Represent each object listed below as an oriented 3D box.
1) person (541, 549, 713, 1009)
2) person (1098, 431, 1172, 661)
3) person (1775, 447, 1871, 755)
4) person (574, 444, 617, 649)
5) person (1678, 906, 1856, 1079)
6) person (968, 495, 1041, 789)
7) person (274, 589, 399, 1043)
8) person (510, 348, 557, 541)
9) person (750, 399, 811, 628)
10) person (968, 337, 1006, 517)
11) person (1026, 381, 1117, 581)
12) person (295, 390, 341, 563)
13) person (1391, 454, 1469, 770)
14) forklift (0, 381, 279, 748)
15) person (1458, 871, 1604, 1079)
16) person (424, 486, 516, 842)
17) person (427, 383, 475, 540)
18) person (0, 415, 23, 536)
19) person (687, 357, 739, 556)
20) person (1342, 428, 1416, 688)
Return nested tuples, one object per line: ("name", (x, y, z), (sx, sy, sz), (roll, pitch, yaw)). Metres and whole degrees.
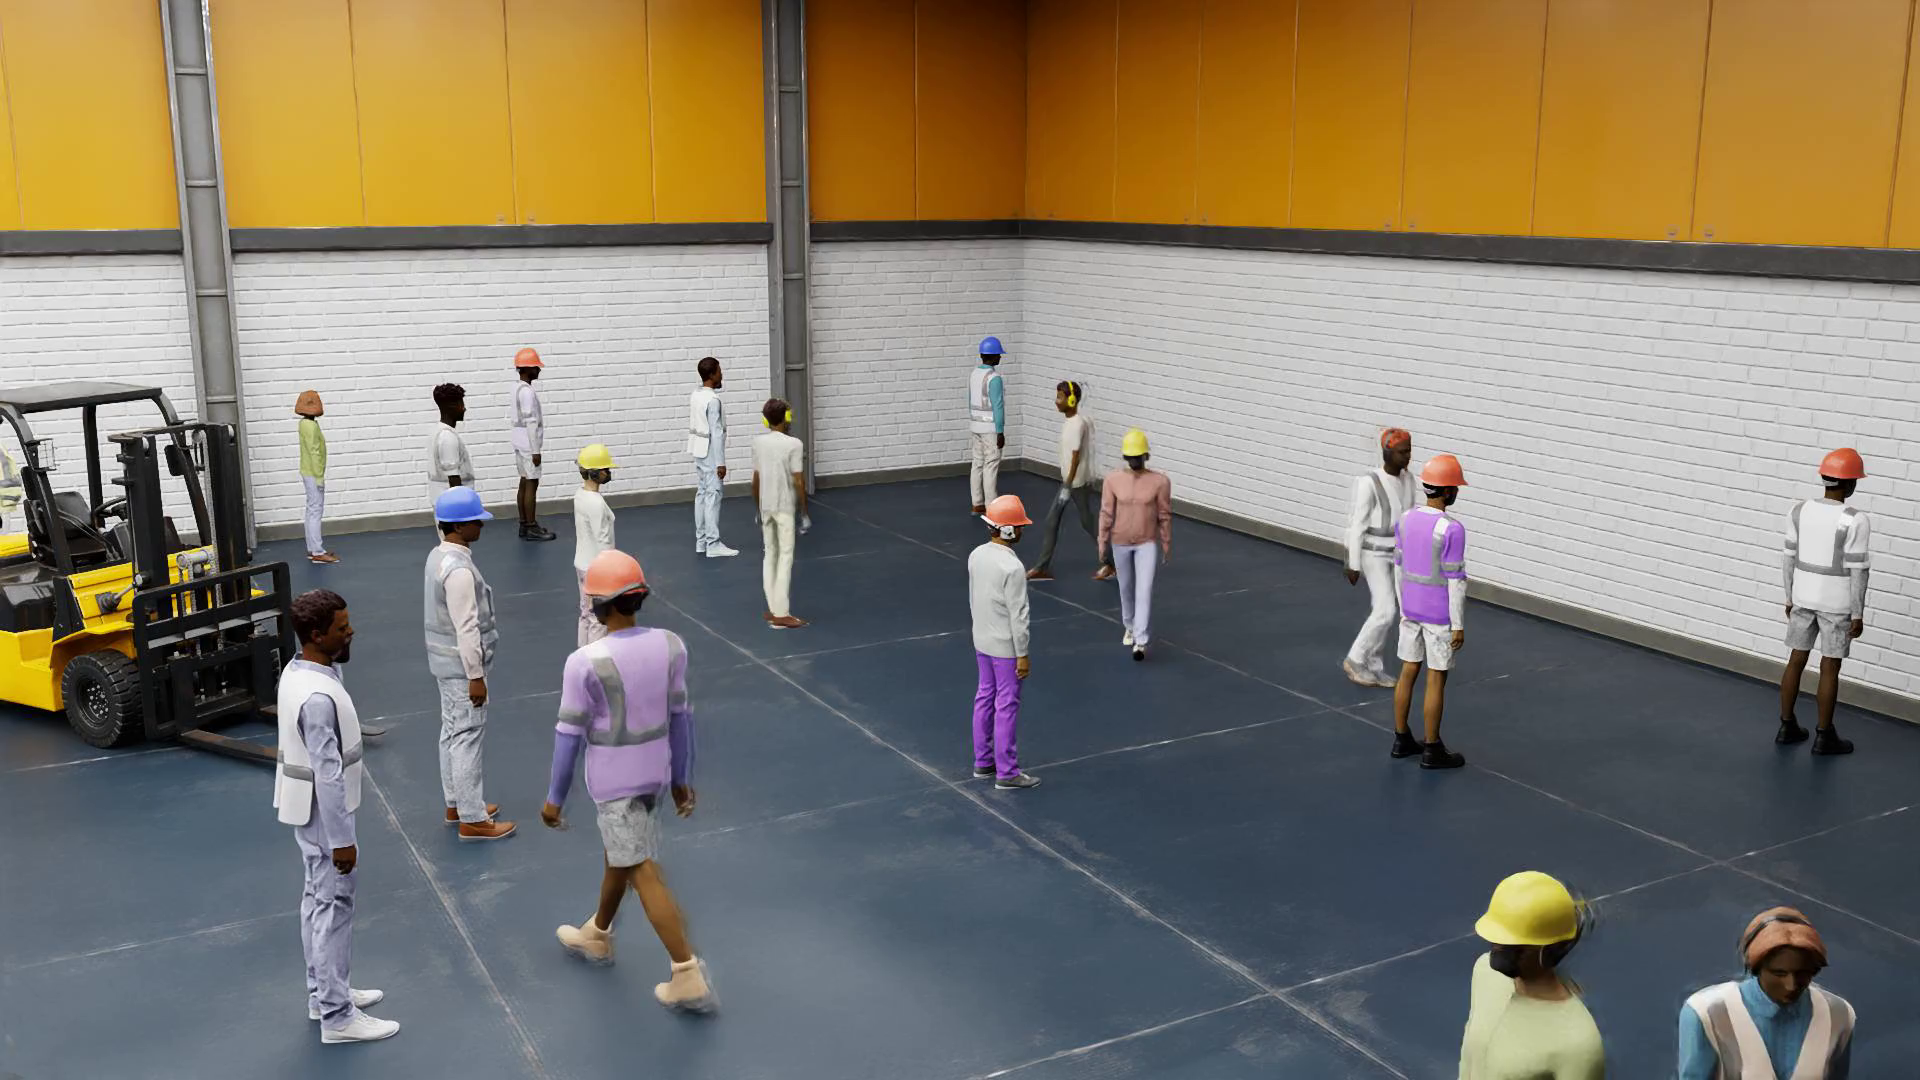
("person", (-1.459, 1.030, 7.256), (1.053, 1.992, 0.629), (8, 15, 35))
("person", (1.305, 0.037, 12.562), (0.533, 1.710, 0.932), (3, 12, 15))
("person", (5.424, 0.381, 10.421), (0.359, 1.938, 0.547), (-7, 14, -28))
("person", (-2.533, 0.204, 11.654), (0.313, 1.768, 0.527), (-7, 14, -28))
("person", (2.217, 1.797, 4.588), (0.508, 1.598, 0.842), (1, 12, 3))
("person", (0.262, 0.596, 9.847), (0.329, 1.751, 0.566), (-7, 14, -28))
("person", (-2.632, 1.140, 6.909), (0.390, 1.919, 0.591), (-7, 14, -28))
("person", (-4.306, -0.957, 16.691), (0.359, 1.938, 0.547), (-7, 14, -28))
("person", (-1.468, -0.213, 13.461), (0.581, 1.836, 0.443), (7, 14, 29))
("person", (0.305, -1.195, 17.782), (0.389, 1.948, 0.607), (-7, 14, -28))
("person", (1.028, -0.513, 14.902), (0.973, 1.825, 0.538), (-3, 12, -12))
("person", (-6.099, -0.604, 15.745), (0.280, 1.636, 0.502), (-7, 14, -28))
("person", (2.889, 0.435, 10.168), (0.359, 1.938, 0.547), (-7, 14, -28))
("forklift", (-5.853, 0.085, 11.199), (2.313, 2.155, 1.214), (7, 14, 28))
("person", (1.572, 1.718, 4.570), (0.559, 1.751, 0.538), (-3, 12, -14))
("person", (-2.696, 0.669, 9.047), (0.389, 1.948, 0.607), (-7, 14, -28))
("person", (-4.137, -0.309, 13.584), (0.365, 1.965, 0.608), (-7, 14, -28))
("person", (-7.918, -0.262, 13.657), (0.429, 1.846, 0.626), (-7, 14, -28))
("person", (-2.407, -0.799, 15.993), (0.390, 1.919, 0.591), (-7, 14, -28))
("person", (2.994, 0.138, 11.715), (0.580, 1.868, 0.406), (-11, 16, -42))
